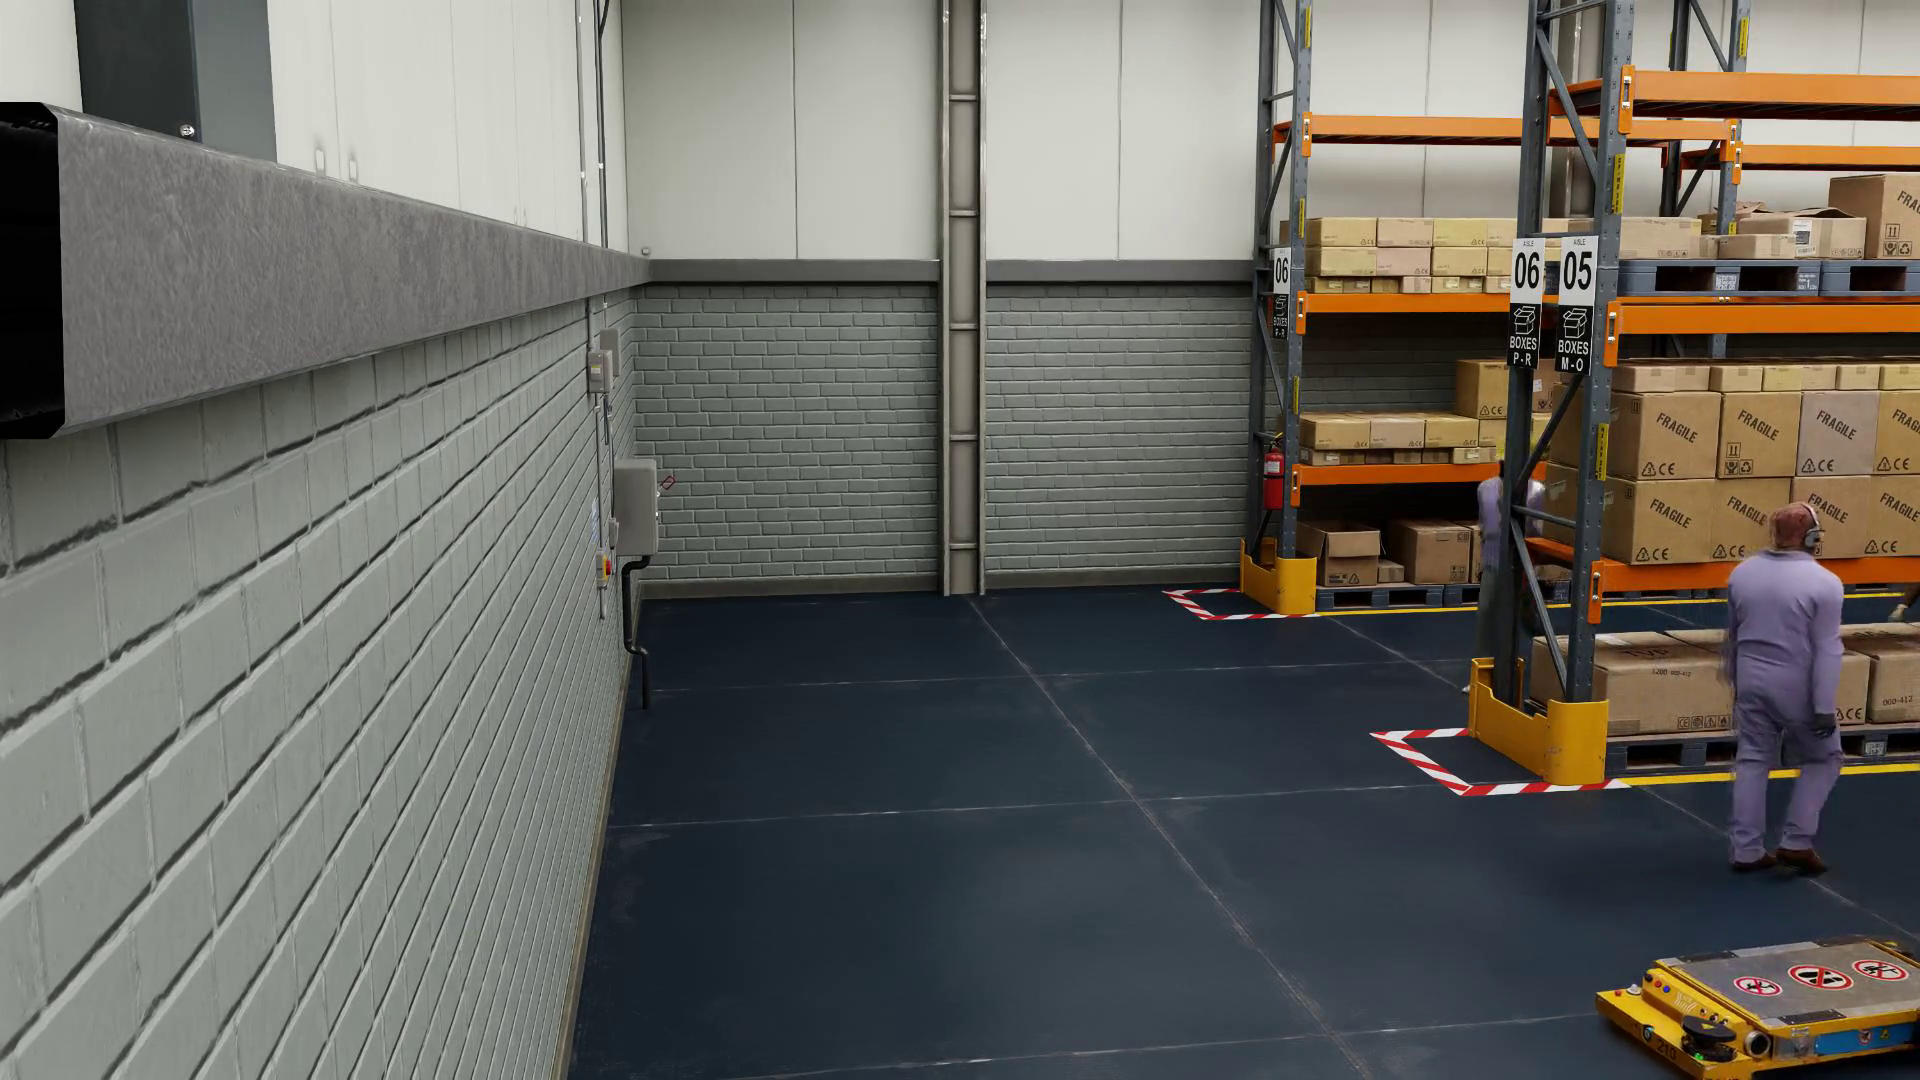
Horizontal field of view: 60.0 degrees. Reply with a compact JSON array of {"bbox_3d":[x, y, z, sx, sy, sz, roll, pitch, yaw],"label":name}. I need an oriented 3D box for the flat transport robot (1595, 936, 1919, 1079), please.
[{"bbox_3d":[3.347,1.838,6.602,1.431,0.197,0.652,-2,10,-14],"label":"flat transport robot"}]

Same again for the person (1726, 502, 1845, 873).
[{"bbox_3d":[4.169,0.747,8.344,0.575,1.885,0.687,-4,10,-25],"label":"person"}]

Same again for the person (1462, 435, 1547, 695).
[{"bbox_3d":[4.039,0.151,12.068,0.951,1.889,0.603,-8,13,-42],"label":"person"}]

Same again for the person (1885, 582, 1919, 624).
[{"bbox_3d":[7.746,-0.097,13.149,0.525,2.026,0.610,-3,10,-18],"label":"person"}]
